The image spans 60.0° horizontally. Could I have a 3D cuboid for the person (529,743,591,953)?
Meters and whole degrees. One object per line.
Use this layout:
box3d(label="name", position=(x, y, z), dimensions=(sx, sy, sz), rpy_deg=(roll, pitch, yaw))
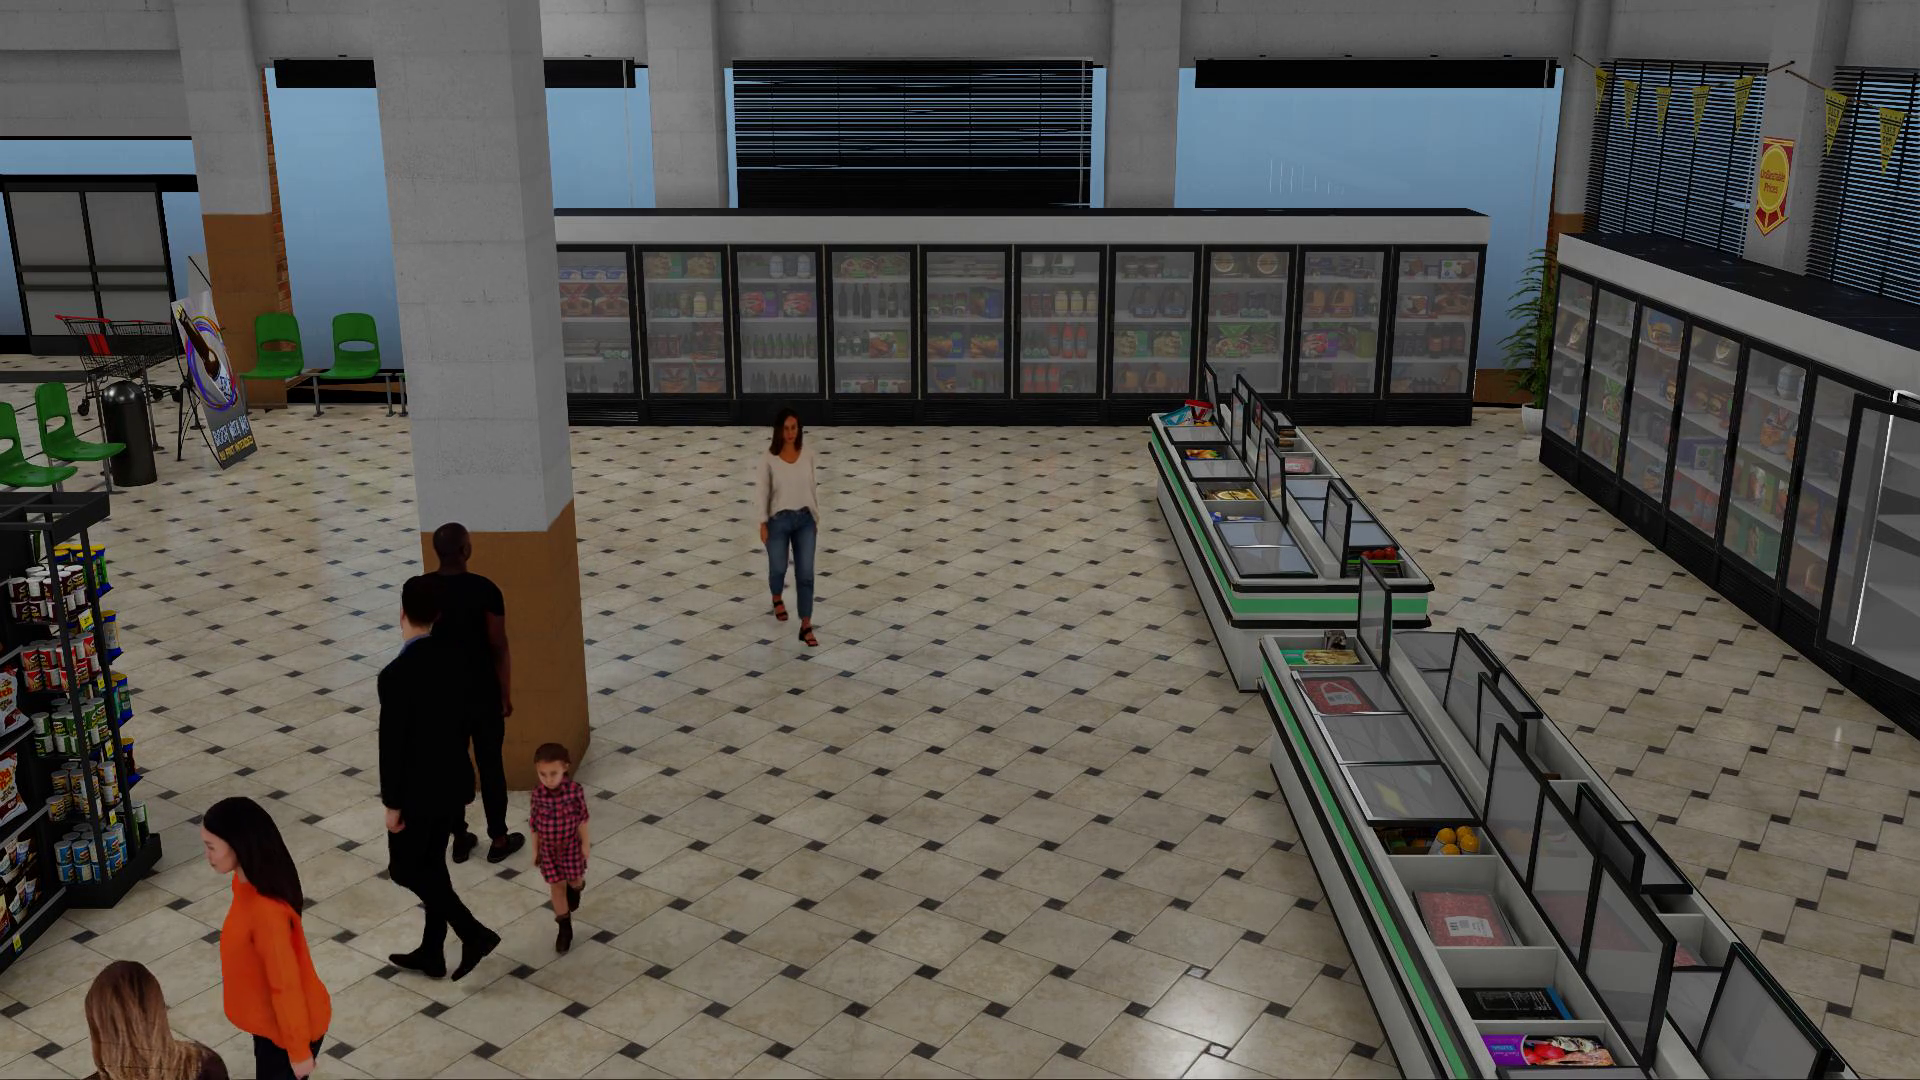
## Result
box3d(label="person", position=(-1.886, 1.417, 7.897), dimensions=(0.483, 1.006, 0.672), rpy_deg=(-2, 17, -8))

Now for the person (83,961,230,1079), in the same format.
box3d(label="person", position=(-2.228, 2.033, 4.722), dimensions=(0.907, 1.672, 1.087), rpy_deg=(-11, 20, -32))

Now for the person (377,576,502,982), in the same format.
box3d(label="person", position=(-2.309, 1.115, 7.432), dimensions=(0.952, 1.853, 0.934), rpy_deg=(5, 18, 17))

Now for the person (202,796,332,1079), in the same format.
box3d(label="person", position=(-2.256, 1.681, 5.783), dimensions=(0.905, 1.729, 0.866), rpy_deg=(-11, 20, -32))

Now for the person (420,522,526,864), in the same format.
box3d(label="person", position=(-2.550, 0.800, 8.564), dimensions=(0.685, 1.798, 0.593), rpy_deg=(2, 17, 6))

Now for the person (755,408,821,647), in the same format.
box3d(label="person", position=(-1.242, -0.117, 11.867), dimensions=(0.884, 1.635, 1.167), rpy_deg=(-6, 18, -19))
